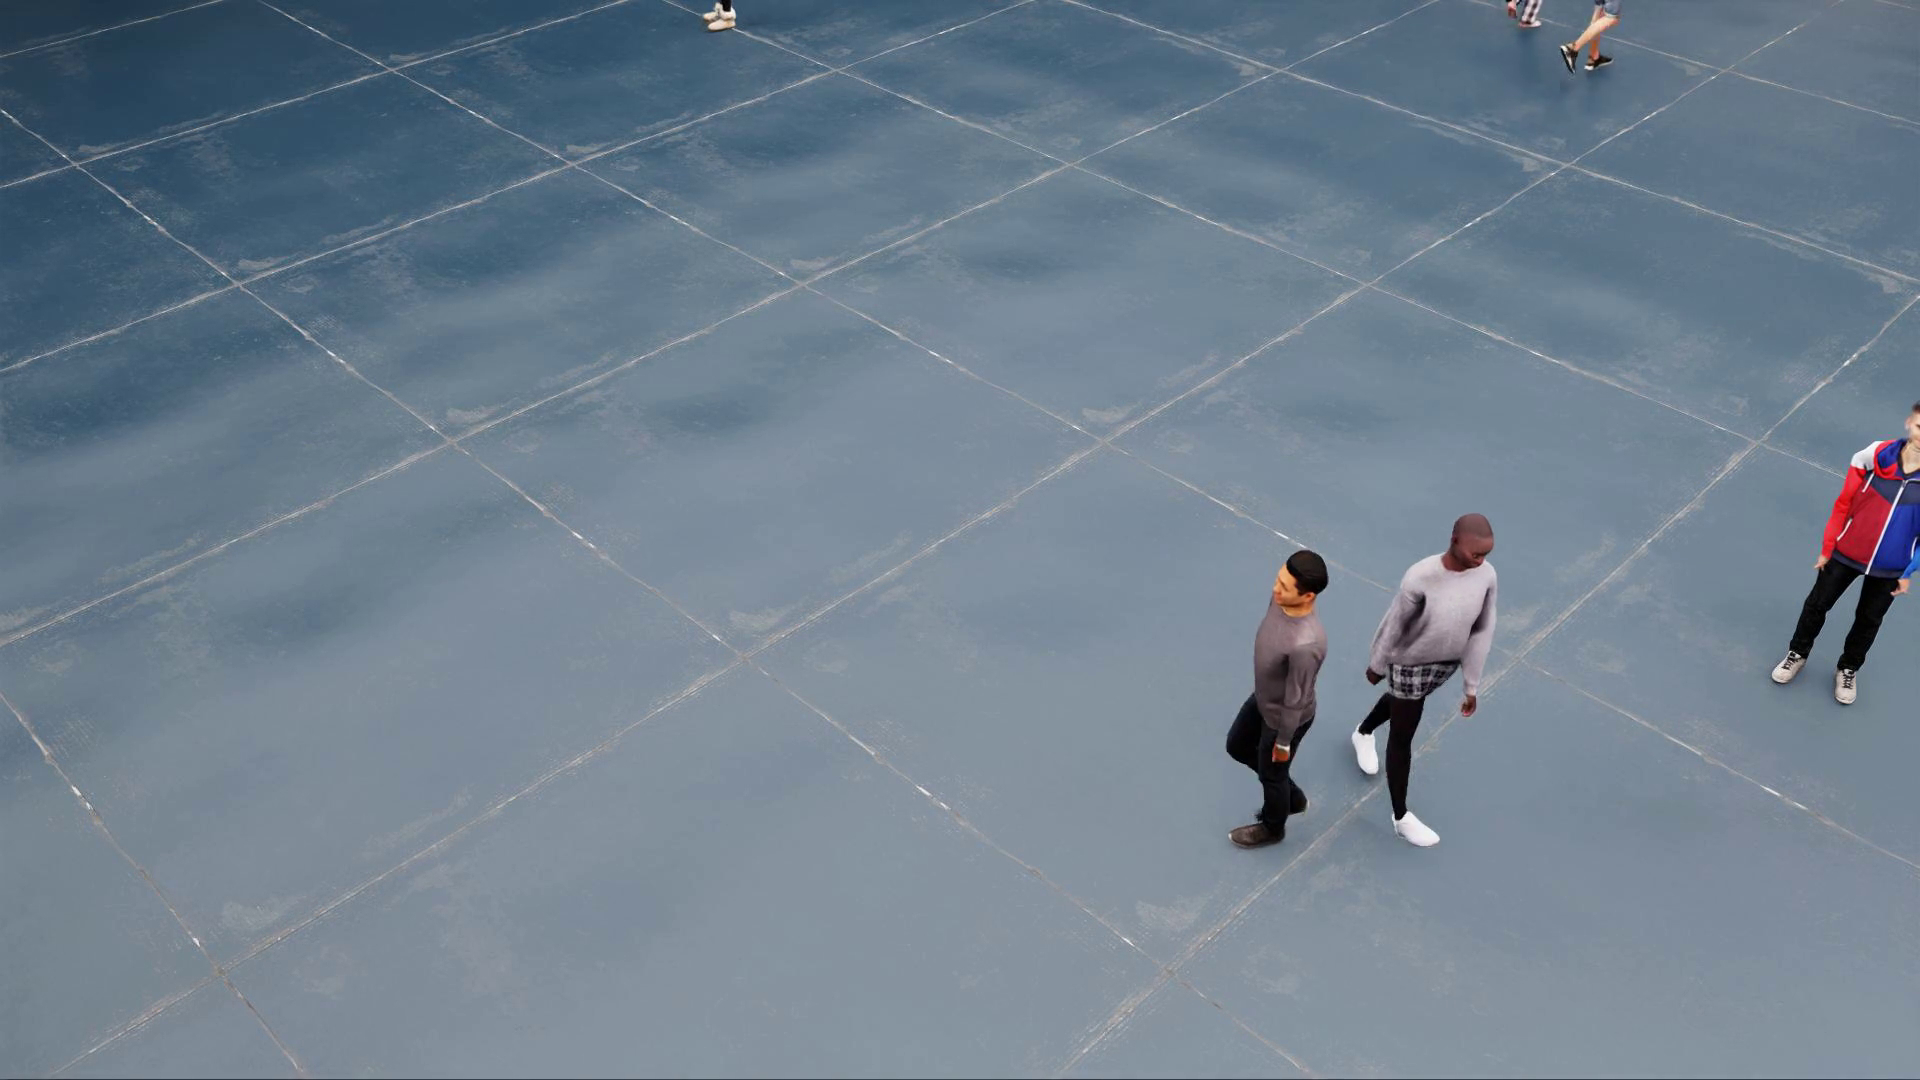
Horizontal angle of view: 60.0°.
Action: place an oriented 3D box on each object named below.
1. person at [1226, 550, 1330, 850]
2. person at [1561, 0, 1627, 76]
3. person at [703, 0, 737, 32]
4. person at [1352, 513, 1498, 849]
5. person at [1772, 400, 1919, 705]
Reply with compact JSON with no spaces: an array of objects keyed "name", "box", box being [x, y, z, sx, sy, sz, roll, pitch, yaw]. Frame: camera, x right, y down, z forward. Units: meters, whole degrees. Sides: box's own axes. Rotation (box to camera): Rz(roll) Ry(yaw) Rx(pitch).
[{"name":"person","box":[1.535,0.751,7.526,0.814,1.758,0.864,-25,44,-29]},{"name":"person","box":[5.908,-5.163,15.240,1.092,1.836,0.869,-17,40,-21]},{"name":"person","box":[-2.412,-5.873,16.320,0.704,1.659,0.688,-8,38,-11]},{"name":"person","box":[2.156,0.517,7.865,1.165,1.719,1.067,-6,38,-8]},{"name":"person","box":[4.638,0.048,8.452,0.687,1.757,0.633,20,42,24]}]
